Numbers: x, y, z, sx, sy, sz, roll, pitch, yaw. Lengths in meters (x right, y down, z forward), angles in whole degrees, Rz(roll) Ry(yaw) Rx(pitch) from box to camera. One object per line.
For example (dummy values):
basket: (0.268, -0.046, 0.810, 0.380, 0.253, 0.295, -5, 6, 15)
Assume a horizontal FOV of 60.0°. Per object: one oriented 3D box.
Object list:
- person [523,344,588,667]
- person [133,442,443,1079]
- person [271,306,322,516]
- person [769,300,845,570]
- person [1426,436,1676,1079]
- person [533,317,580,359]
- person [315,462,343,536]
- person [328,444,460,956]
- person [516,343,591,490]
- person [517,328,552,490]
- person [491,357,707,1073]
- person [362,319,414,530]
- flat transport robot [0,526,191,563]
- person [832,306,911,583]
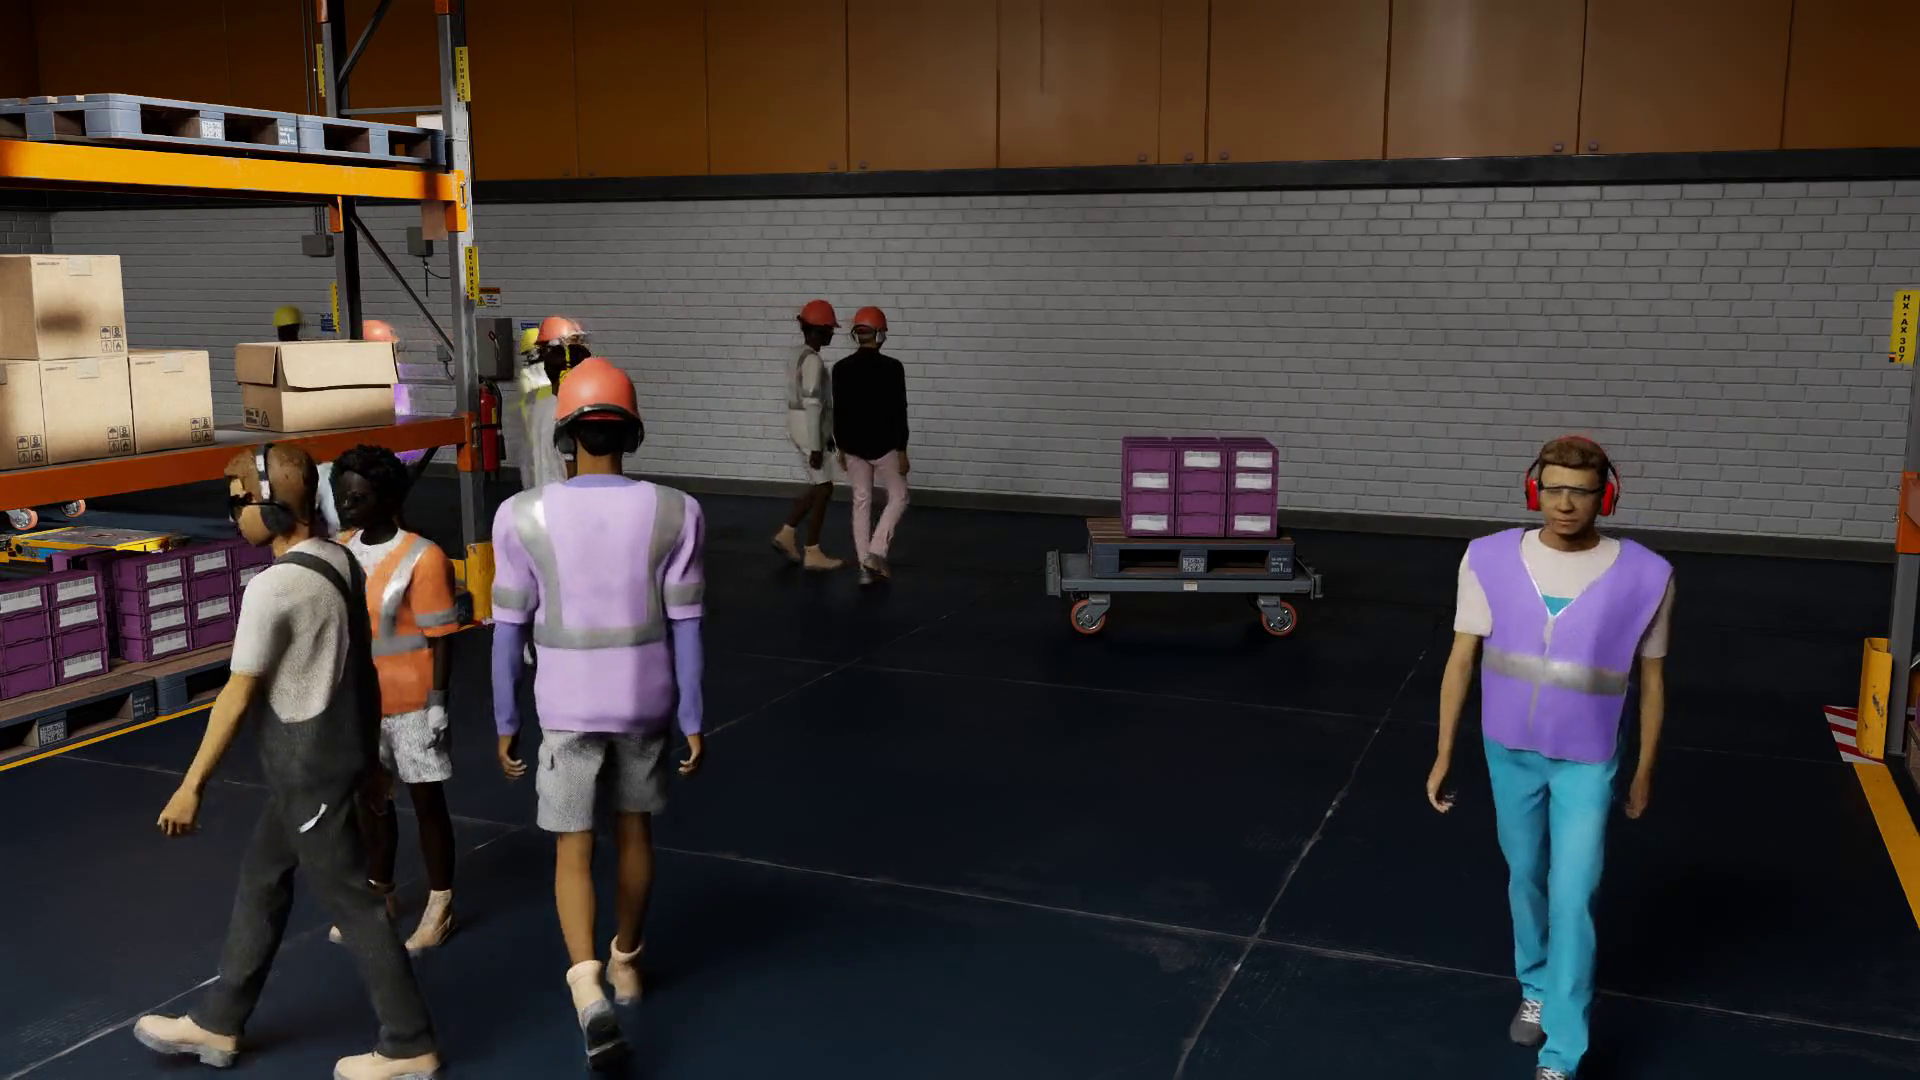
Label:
person: (-2.208, -0.157, 9.178, 0.664, 1.843, 0.547, -6, 11, -34)
person: (-1.888, 0.638, 4.507, 0.959, 1.792, 0.502, -1, 9, -4)
person: (-5.869, -1.102, 14.685, 0.416, 1.915, 0.609, 4, 10, 23)
person: (-1.151, -0.773, 12.448, 0.534, 2.020, 0.640, -3, 10, -15)
person: (1.602, 0.624, 4.573, 0.575, 1.805, 0.922, 6, 11, 31)
person: (-2.621, -0.585, 11.566, 1.105, 1.921, 0.626, 0, 9, 1)
person: (-5.062, -0.671, 13.108, 0.830, 1.599, 0.501, 4, 10, 25)
person: (-1.885, 0.526, 5.492, 0.537, 1.695, 0.320, 4, 10, 24)
person: (-2.338, -0.264, 9.938, 0.631, 1.816, 0.832, 0, 9, 3)
person: (-3.279, -0.762, 13.053, 0.837, 1.772, 0.607, 7, 12, 38)
person: (-1.027, 0.490, 4.789, 0.618, 2.020, 0.897, -2, 10, -13)
person: (-4.088, -0.614, 11.803, 0.403, 1.895, 0.608, -4, 10, -23)
flat transport robot: (-6.591, 0.058, 12.639, 1.431, 0.197, 0.652, 4, 10, 22)
person: (-0.630, -0.666, 11.837, 0.650, 1.982, 0.420, 5, 11, 29)
